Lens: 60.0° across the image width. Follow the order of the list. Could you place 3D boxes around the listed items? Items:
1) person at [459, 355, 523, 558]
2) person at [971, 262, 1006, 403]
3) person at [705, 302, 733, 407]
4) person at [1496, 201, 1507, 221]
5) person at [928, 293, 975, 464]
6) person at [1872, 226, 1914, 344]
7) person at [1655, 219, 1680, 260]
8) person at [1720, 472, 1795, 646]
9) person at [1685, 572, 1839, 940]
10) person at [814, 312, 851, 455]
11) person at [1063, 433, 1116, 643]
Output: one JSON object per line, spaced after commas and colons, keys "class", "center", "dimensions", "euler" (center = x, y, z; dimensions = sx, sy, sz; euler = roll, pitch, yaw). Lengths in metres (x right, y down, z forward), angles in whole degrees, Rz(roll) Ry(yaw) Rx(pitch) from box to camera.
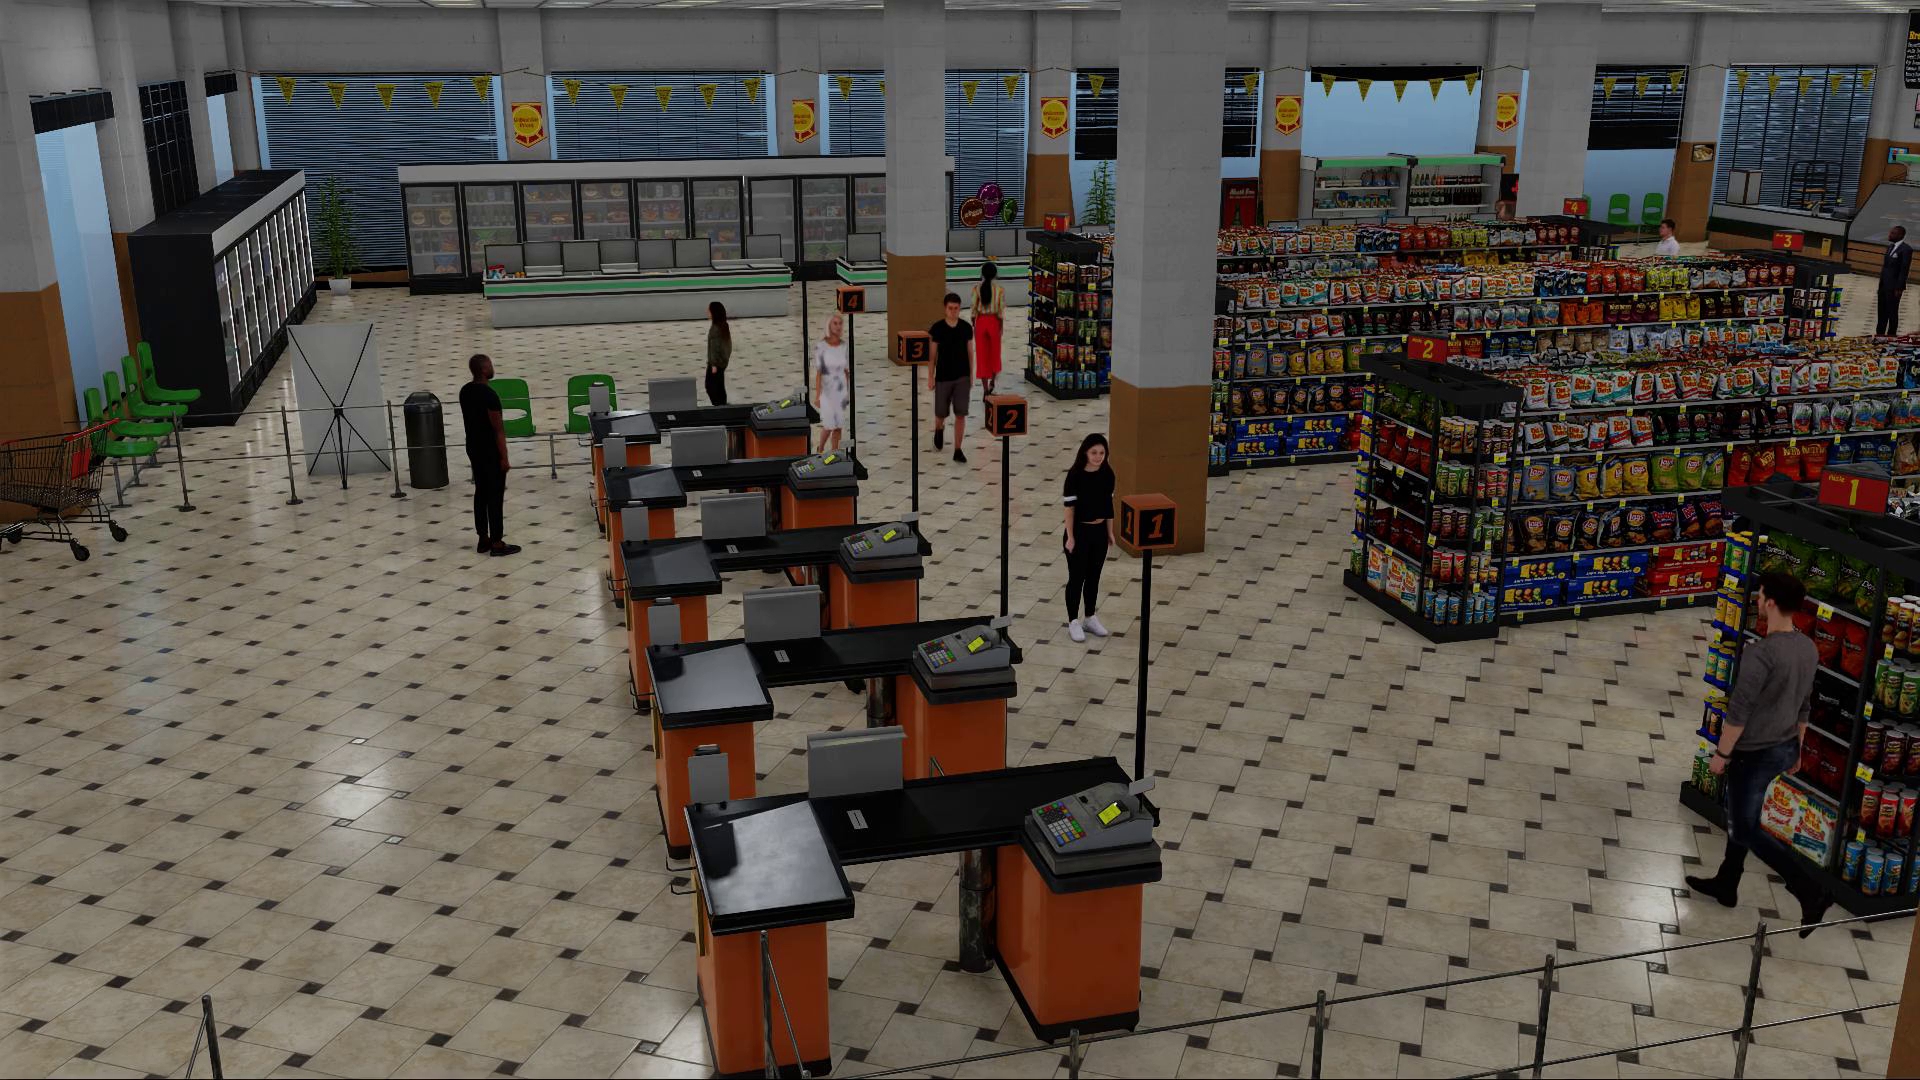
{"class": "person", "center": [-4.258, -0.766, 14.952], "dimensions": [0.752, 1.819, 0.763], "euler": [14, 22, 39]}
{"class": "person", "center": [0.350, -2.583, 21.049], "dimensions": [1.032, 1.753, 0.798], "euler": [-1, 17, -4]}
{"class": "person", "center": [-2.880, -2.145, 20.092], "dimensions": [0.713, 1.471, 0.703], "euler": [3, 17, 11]}
{"class": "person", "center": [11.089, -6.340, 34.225], "dimensions": [0.639, 1.286, 0.665], "euler": [-12, 21, -35]}
{"class": "person", "center": [-0.101, -1.799, 18.308], "dimensions": [0.932, 1.846, 0.724], "euler": [-4, 17, -14]}
{"class": "person", "center": [13.929, -3.781, 24.874], "dimensions": [0.675, 1.824, 0.751], "euler": [0, 17, -1]}
{"class": "person", "center": [10.861, -3.973, 25.483], "dimensions": [0.943, 1.836, 0.746], "euler": [-1, 17, -4]}
{"class": "person", "center": [5.374, 0.408, 11.099], "dimensions": [0.815, 1.810, 0.804], "euler": [-15, 22, -40]}
{"class": "person", "center": [4.224, 1.136, 8.592], "dimensions": [1.120, 1.873, 1.001], "euler": [-11, 20, -33]}
{"class": "person", "center": [-1.405, -1.568, 17.732], "dimensions": [0.689, 1.738, 0.759], "euler": [-12, 21, -35]}
{"class": "person", "center": [0.990, -0.042, 12.879], "dimensions": [0.606, 1.638, 0.726], "euler": [-10, 19, -29]}
